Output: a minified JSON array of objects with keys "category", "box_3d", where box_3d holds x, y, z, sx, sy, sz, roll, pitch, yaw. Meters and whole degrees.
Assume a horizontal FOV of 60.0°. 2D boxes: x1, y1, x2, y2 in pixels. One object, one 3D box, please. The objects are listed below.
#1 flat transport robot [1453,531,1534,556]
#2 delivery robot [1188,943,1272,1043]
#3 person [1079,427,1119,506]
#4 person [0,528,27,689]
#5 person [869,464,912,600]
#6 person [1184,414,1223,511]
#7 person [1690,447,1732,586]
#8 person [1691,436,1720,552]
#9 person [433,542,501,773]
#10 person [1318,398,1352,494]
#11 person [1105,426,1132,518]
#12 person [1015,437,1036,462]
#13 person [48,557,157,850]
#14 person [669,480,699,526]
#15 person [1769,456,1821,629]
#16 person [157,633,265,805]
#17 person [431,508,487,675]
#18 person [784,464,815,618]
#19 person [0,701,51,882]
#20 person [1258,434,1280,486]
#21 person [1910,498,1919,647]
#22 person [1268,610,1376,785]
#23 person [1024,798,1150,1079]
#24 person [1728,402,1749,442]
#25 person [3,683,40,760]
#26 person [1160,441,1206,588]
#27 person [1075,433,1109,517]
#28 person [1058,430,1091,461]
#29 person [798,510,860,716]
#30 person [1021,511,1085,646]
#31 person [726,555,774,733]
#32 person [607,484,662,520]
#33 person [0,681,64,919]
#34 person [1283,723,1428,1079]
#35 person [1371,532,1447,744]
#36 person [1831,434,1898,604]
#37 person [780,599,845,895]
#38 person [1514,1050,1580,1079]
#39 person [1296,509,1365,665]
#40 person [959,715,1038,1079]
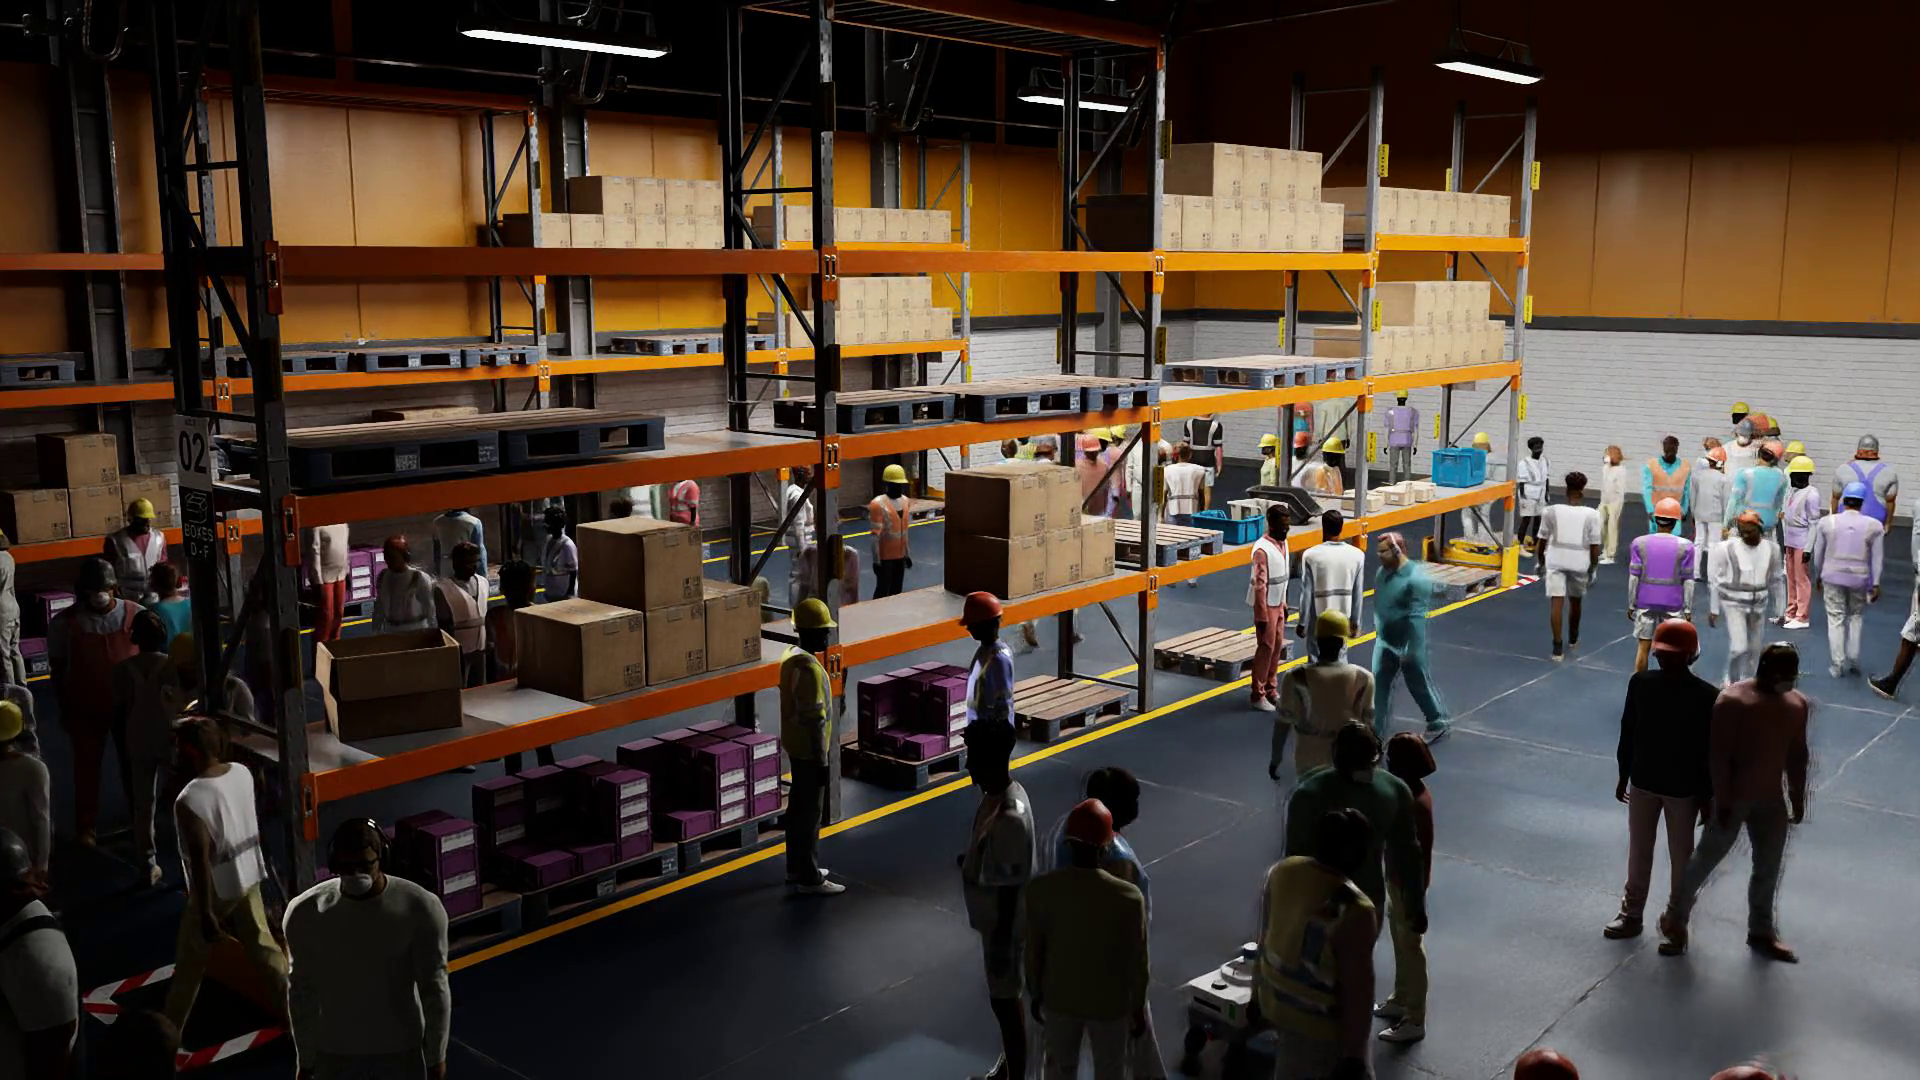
[{"category":"flat transport robot","box_3d":[7.433,0.070,23.138,1.431,0.197,0.652,-7,12,-37]},{"category":"delivery robot","box_3d":[1.505,2.322,8.570,0.707,0.478,0.477,-8,12,-39]},{"category":"person","box_3d":[1.773,-0.652,22.703,0.974,1.873,0.598,7,12,35]},{"category":"person","box_3d":[-8.740,0.687,15.116,0.324,1.729,0.490,-2,10,-10]},{"category":"person","box_3d":[-0.718,0.147,17.746,0.381,1.924,0.594,7,12,37]},{"category":"person","box_3d":[3.712,-1.182,25.384,0.613,2.029,0.409,4,10,24]},{"category":"person","box_3d":[9.463,-0.299,20.924,0.343,1.749,0.572,-5,11,-27]},{"category":"person","box_3d":[10.520,-0.642,23.363,0.540,1.621,0.396,-3,10,-16]},{"category":"person","box_3d":[-3.976,0.923,13.368,0.390,1.841,0.566,4,10,22]},{"category":"person","box_3d":[6.573,-1.802,29.207,0.615,1.986,0.404,-1,10,-7]},{"category":"person","box_3d":[2.195,-0.749,23.677,0.529,1.728,0.817,8,12,38]},{"category":"person","box_3d":[0.951,-0.879,24.557,0.322,1.697,0.531,-7,12,-34]},{"category":"person","box_3d":[-5.931,1.120,11.600,0.683,2.000,0.536,-6,11,-32]},{"category":"person","box_3d":[-3.410,-0.197,20.508,0.319,1.690,0.530,-9,13,-42]},{"category":"person","box_3d":[9.293,0.027,18.465,0.378,1.923,0.595,1,10,5]},{"category":"person","box_3d":[-4.677,1.471,10.236,0.604,1.791,0.813,0,10,3]},{"category":"person","box_3d":[-4.885,0.393,16.305,0.589,1.920,0.392,4,10,21]},{"category":"person","box_3d":[-1.787,0.031,18.598,0.357,1.880,0.568,-1,10,-9]},{"category":"person","box_3d":[-5.154,1.699,9.053,0.539,1.740,0.512,2,10,12]},{"category":"person","box_3d":[4.168,-0.555,22.450,0.333,1.760,0.526,0,10,1]},{"category":"person","box_3d":[10.372,0.189,17.557,0.639,1.908,0.409,-1,10,-4]},{"category":"person","box_3d":[2.279,1.368,10.559,0.614,1.882,0.915,0,10,-1]},{"category":"person","box_3d":[0.561,1.985,7.283,0.560,1.753,0.328,3,10,18]},{"category":"person","box_3d":[11.949,-1.162,25.562,0.363,1.927,0.587,3,10,19]},{"category":"person","box_3d":[-6.043,1.474,10.373,0.559,1.743,0.349,-5,11,-27]},{"category":"person","box_3d":[2.770,-0.304,20.719,0.561,1.836,0.395,0,10,-1]},{"category":"person","box_3d":[1.583,-0.409,21.056,0.605,1.949,1.018,-5,11,-26]},{"category":"person","box_3d":[1.668,-0.864,23.446,0.615,2.038,0.386,-6,11,-34]},{"category":"person","box_3d":[-1.167,0.656,14.769,0.553,1.910,0.605,2,10,9]},{"category":"person","box_3d":[1.003,0.227,17.486,0.796,1.859,0.588,-9,13,-42]},{"category":"person","box_3d":[-1.843,0.863,14.424,0.533,1.630,0.400,-7,12,-37]},{"category":"person","box_3d":[-3.988,-0.256,20.281,0.592,1.877,0.941,-7,12,-37]},{"category":"person","box_3d":[-5.776,1.619,9.888,0.521,1.610,0.738,7,12,37]},{"category":"person","box_3d":[1.926,1.790,8.040,0.717,1.891,0.822,-3,10,-19]},{"category":"person","box_3d":[3.686,0.842,13.864,0.961,1.852,0.660,-5,11,-27]},{"category":"person","box_3d":[10.756,-0.261,19.841,0.689,2.000,0.535,5,11,25]},{"category":"person","box_3d":[-0.964,1.323,10.723,0.367,1.926,0.594,-4,10,-22]},{"category":"person","box_3d":[1.736,2.364,5.025,0.575,1.749,0.334,0,10,1]},{"category":"person","box_3d":[3.256,0.683,14.613,0.597,1.908,0.401,-3,10,-16]},{"category":"person","box_3d":[0.182,1.783,7.890,0.373,1.957,0.606,0,10,-2]}]
